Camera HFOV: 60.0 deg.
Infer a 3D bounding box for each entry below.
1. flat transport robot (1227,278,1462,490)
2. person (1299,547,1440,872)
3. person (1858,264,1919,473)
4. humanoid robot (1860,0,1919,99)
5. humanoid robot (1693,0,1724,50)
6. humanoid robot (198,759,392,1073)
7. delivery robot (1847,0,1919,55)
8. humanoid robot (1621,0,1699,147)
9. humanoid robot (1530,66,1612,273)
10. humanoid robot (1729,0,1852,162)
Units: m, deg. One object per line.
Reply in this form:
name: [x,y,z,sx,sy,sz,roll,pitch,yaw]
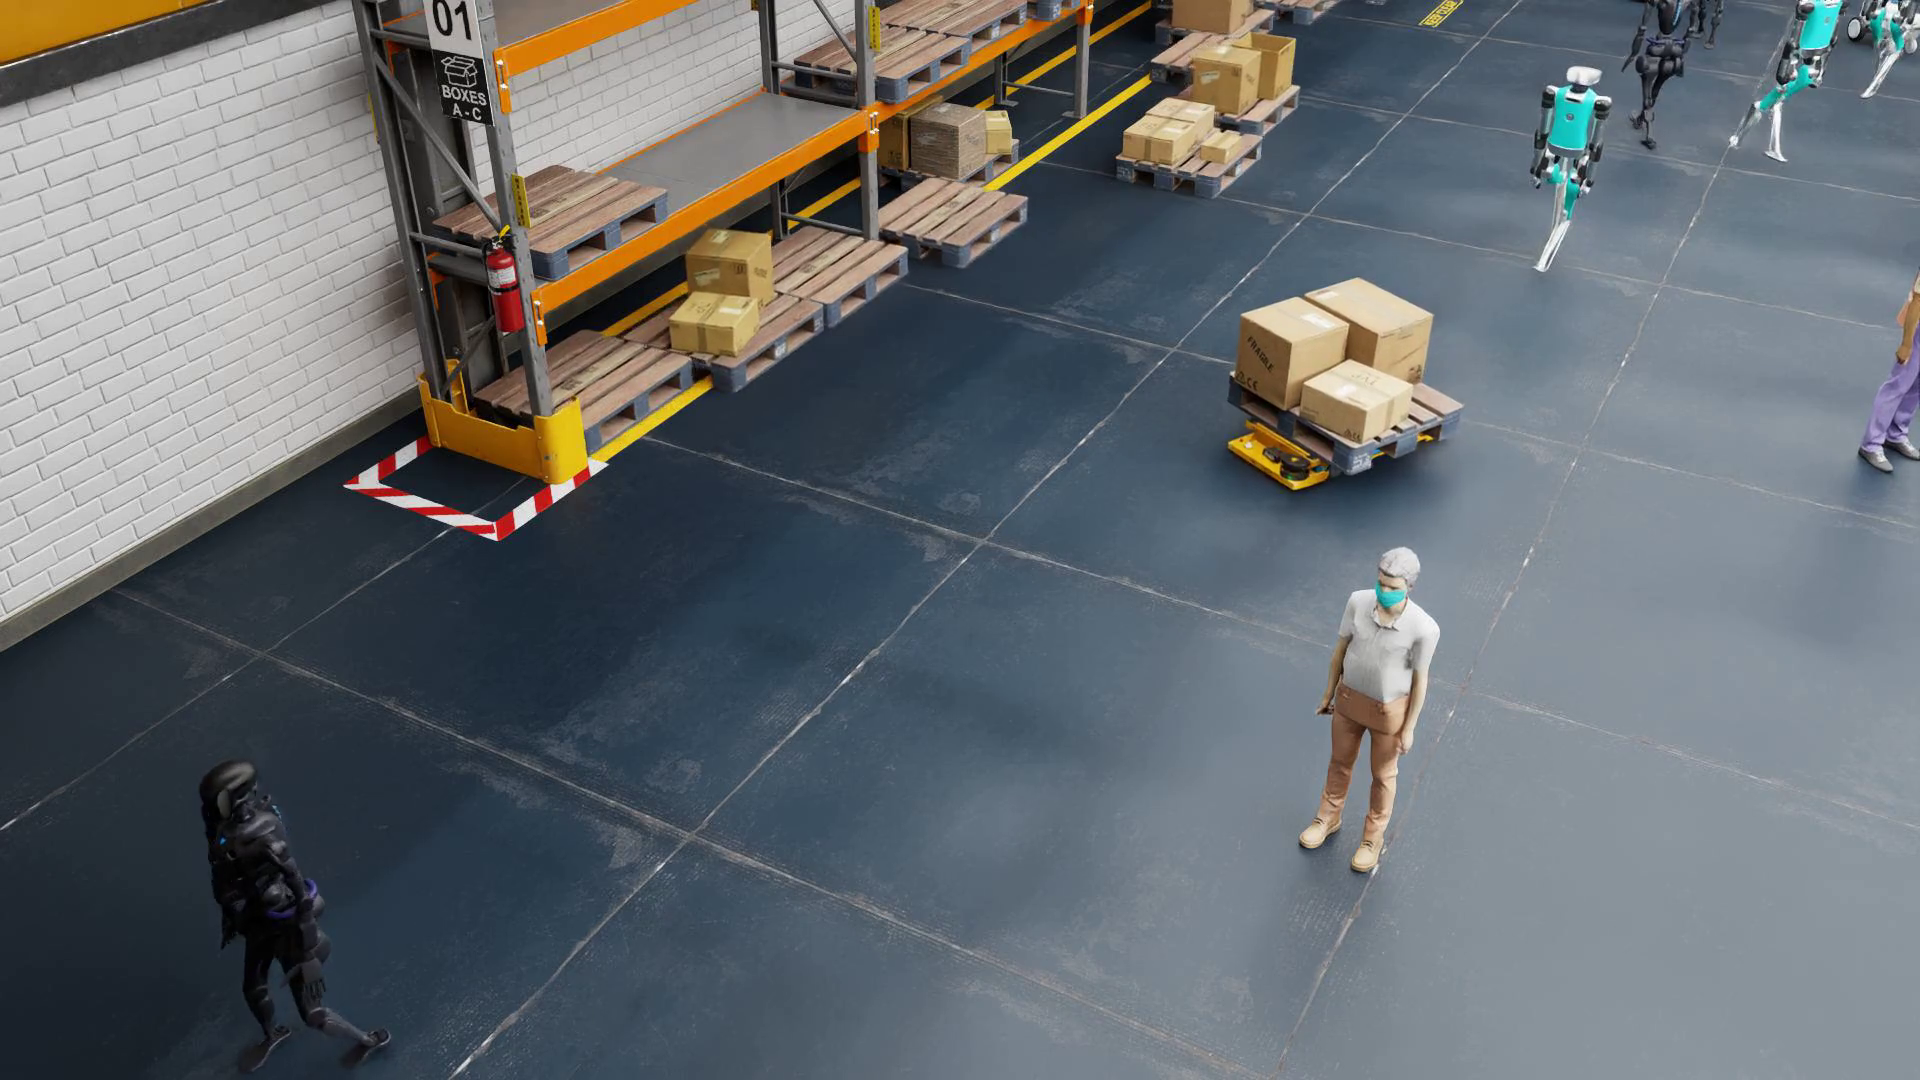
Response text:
flat transport robot: [2.576,-0.739,11.266,1.431,0.231,0.659,-20,38,-27]
person: [1.886,0.766,7.648,0.472,1.749,0.320,23,40,31]
person: [6.264,-1.337,10.741,0.562,1.845,0.391,-15,36,-22]
humanoid robot: [9.601,-5.398,17.058,0.828,1.858,0.550,-27,42,-35]
humanoid robot: [8.465,-6.370,18.523,0.601,1.637,0.610,19,38,26]
humanoid robot: [-2.697,1.512,6.603,0.599,1.644,0.437,20,38,27]
delivery robot: [10.429,-5.806,18.691,0.499,0.614,0.808,-5,34,-8]
humanoid robot: [6.698,-4.662,15.969,0.595,1.629,0.787,-2,34,-4]
humanoid robot: [4.912,-3.010,13.391,0.539,1.739,1.027,21,39,28]
humanoid robot: [7.666,-4.390,15.536,0.548,1.861,0.845,-11,35,-16]
